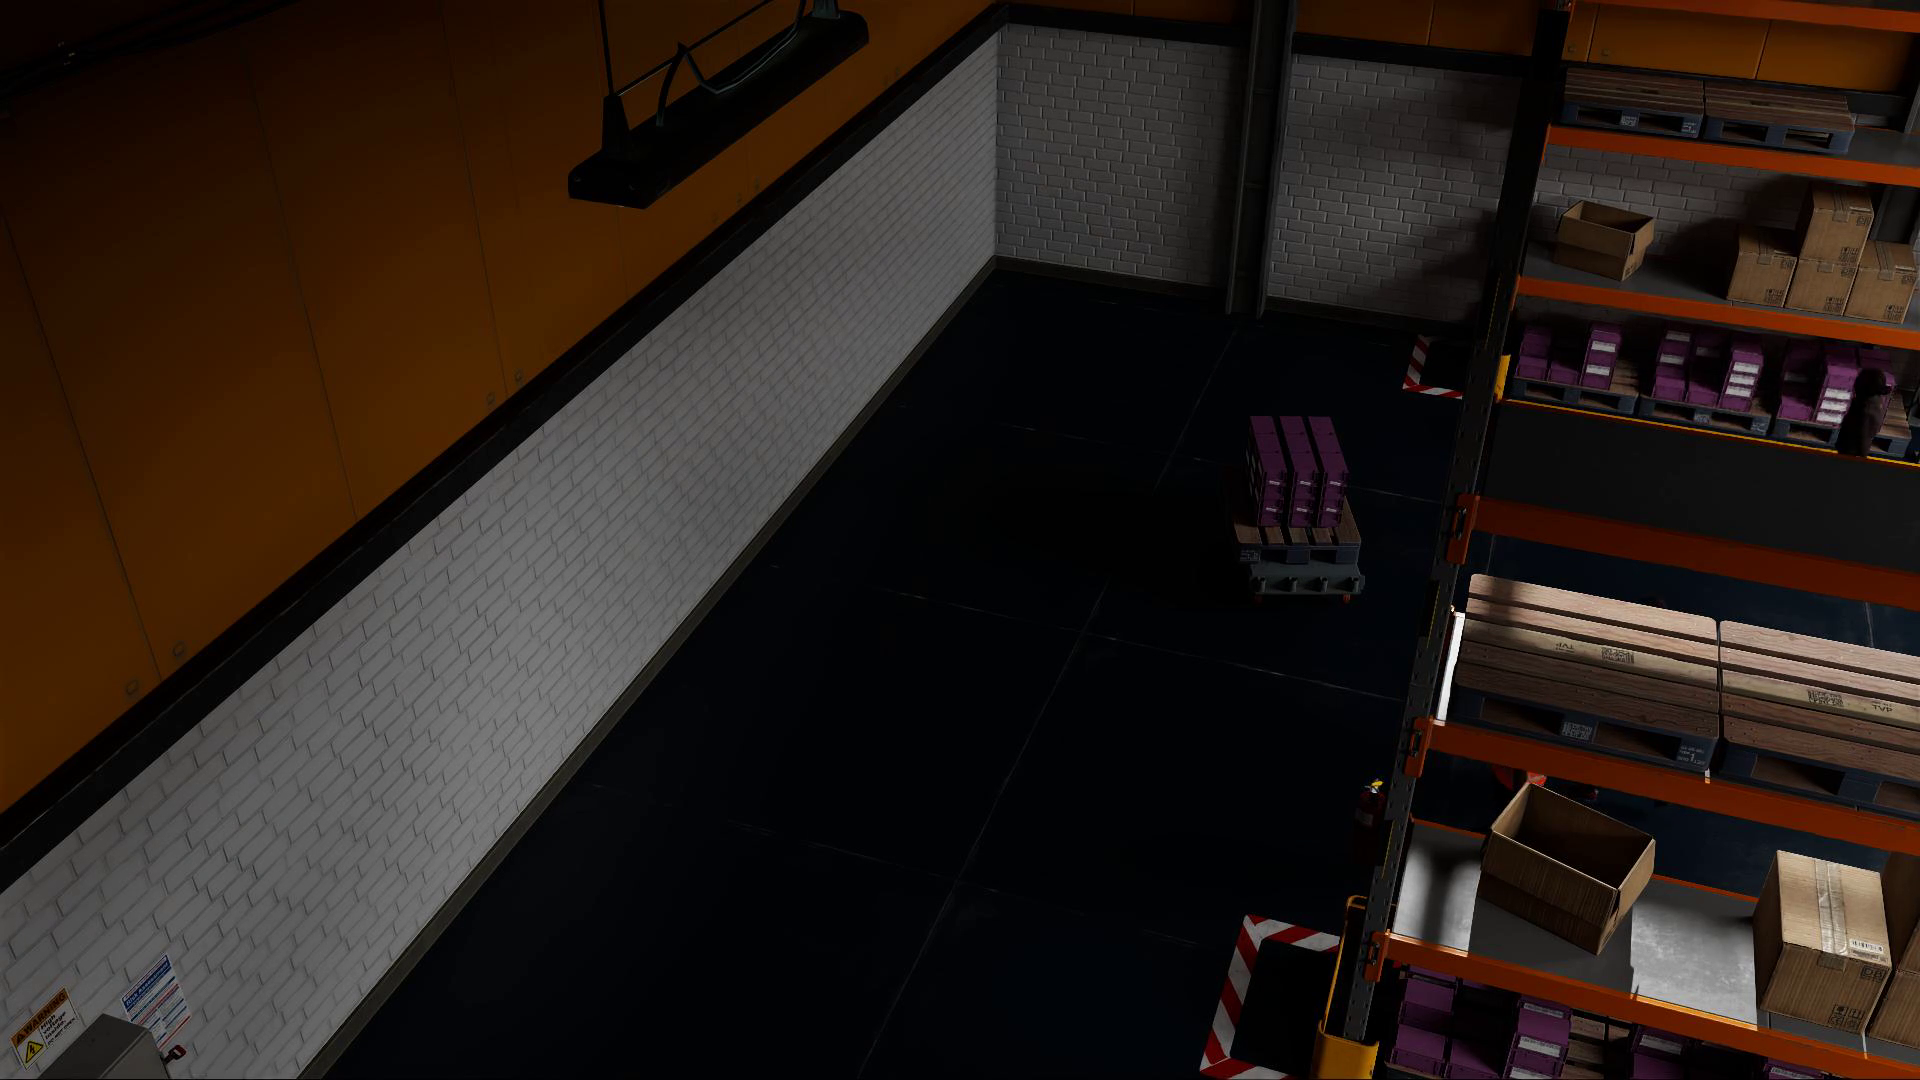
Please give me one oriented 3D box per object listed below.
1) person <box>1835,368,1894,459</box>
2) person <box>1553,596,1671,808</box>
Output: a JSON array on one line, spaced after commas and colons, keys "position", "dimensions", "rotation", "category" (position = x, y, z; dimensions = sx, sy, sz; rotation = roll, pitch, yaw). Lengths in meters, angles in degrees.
[{"position": [7.479, -0.757, 14.249], "dimensions": [1.114, 1.627, 0.745], "rotation": [17, 37, 24], "category": "person"}, {"position": [4.616, 1.147, 11.236], "dimensions": [1.147, 1.792, 0.873], "rotation": [4, 34, 7], "category": "person"}]
